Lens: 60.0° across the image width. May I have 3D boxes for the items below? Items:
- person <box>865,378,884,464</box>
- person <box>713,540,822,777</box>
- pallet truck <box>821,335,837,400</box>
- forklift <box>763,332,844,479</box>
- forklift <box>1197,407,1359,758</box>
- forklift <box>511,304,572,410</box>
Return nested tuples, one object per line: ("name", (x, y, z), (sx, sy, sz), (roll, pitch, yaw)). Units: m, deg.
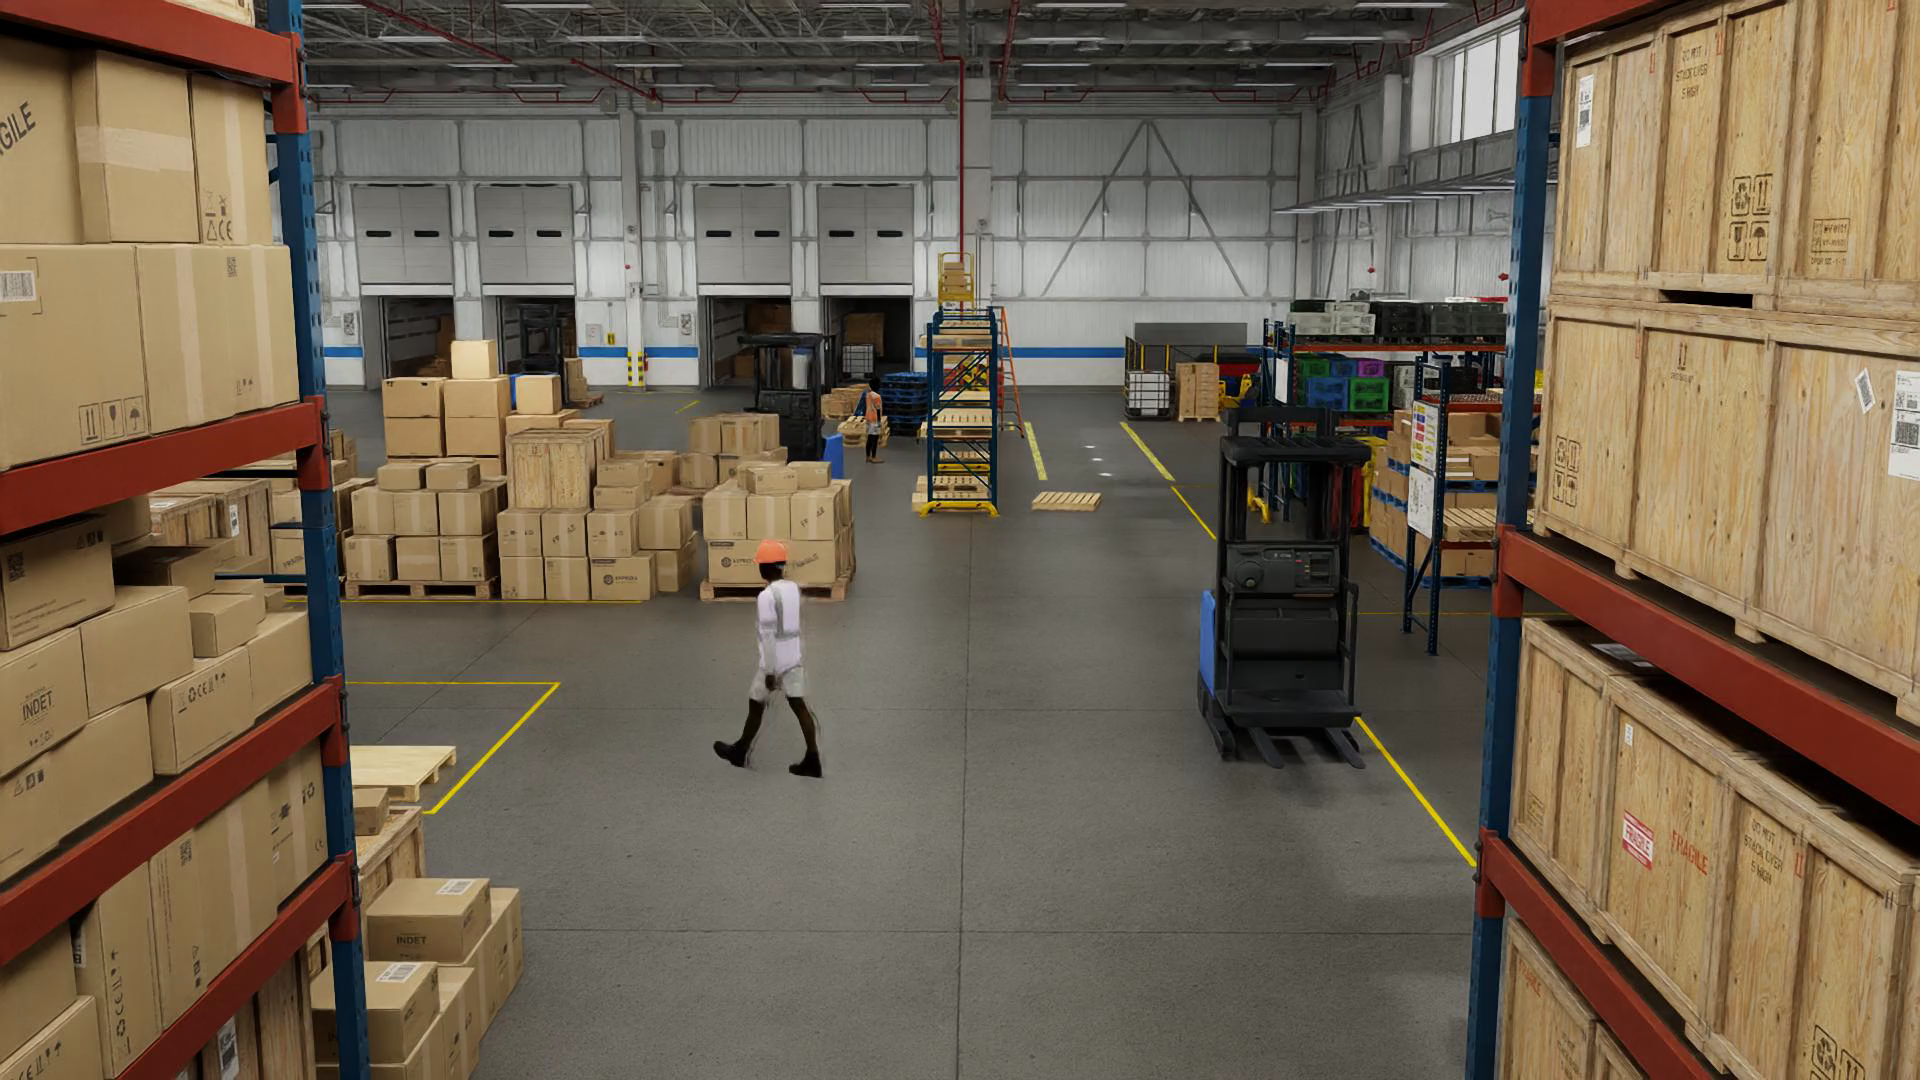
("person", (-1.689, -2.347, 32.682), (0.321, 1.689, 0.530), (-4, 11, -24))
("person", (-1.497, 0.929, 13.214), (0.998, 1.879, 0.573), (5, 11, 27))
("pallet truck", (-3.021, -4.312, 43.126), (1.885, 1.965, 0.823), (3, 10, 17))
("forklift", (-2.714, -2.017, 27.341), (1.129, 2.768, 1.873), (3, 10, 17))
("forklift", (2.693, 0.259, 14.208), (1.129, 2.768, 1.873), (0, 10, 1))
("forklift", (-10.724, -4.629, 42.411), (1.129, 2.768, 1.873), (0, 10, 1))
